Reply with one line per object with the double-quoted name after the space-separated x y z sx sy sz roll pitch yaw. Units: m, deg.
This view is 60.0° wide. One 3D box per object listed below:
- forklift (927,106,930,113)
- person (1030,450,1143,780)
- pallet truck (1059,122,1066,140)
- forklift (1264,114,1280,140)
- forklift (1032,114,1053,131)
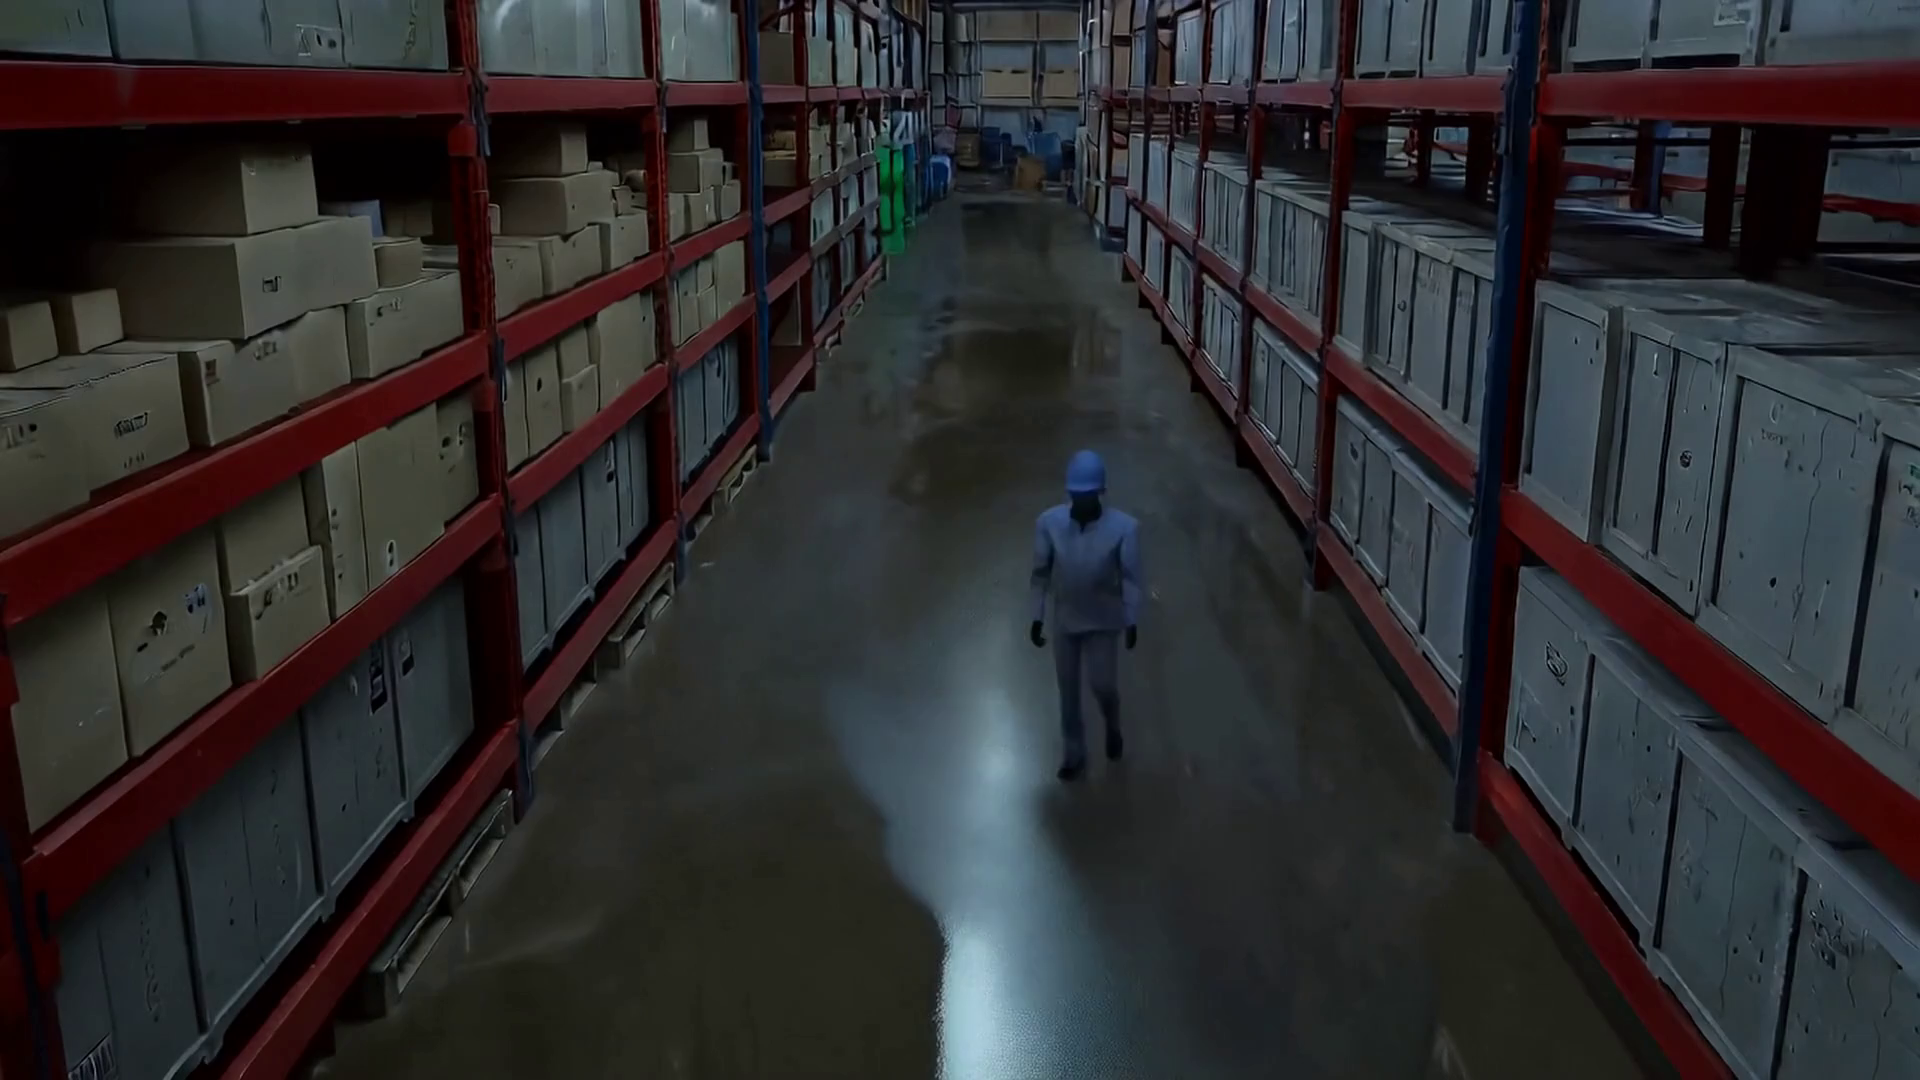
-2.001 -20.667 84.687 1.129 2.768 1.873 0 15 2 "forklift"
0.643 0.380 8.535 0.576 1.736 0.413 6 16 21 "person"
5.788 -21.111 88.014 1.885 1.965 0.823 5 16 18 "pallet truck"
11.030 -14.031 59.994 1.129 2.768 1.873 0 15 2 "forklift"
3.487 -16.955 70.875 1.129 2.768 1.873 -2 15 -8 "forklift"
